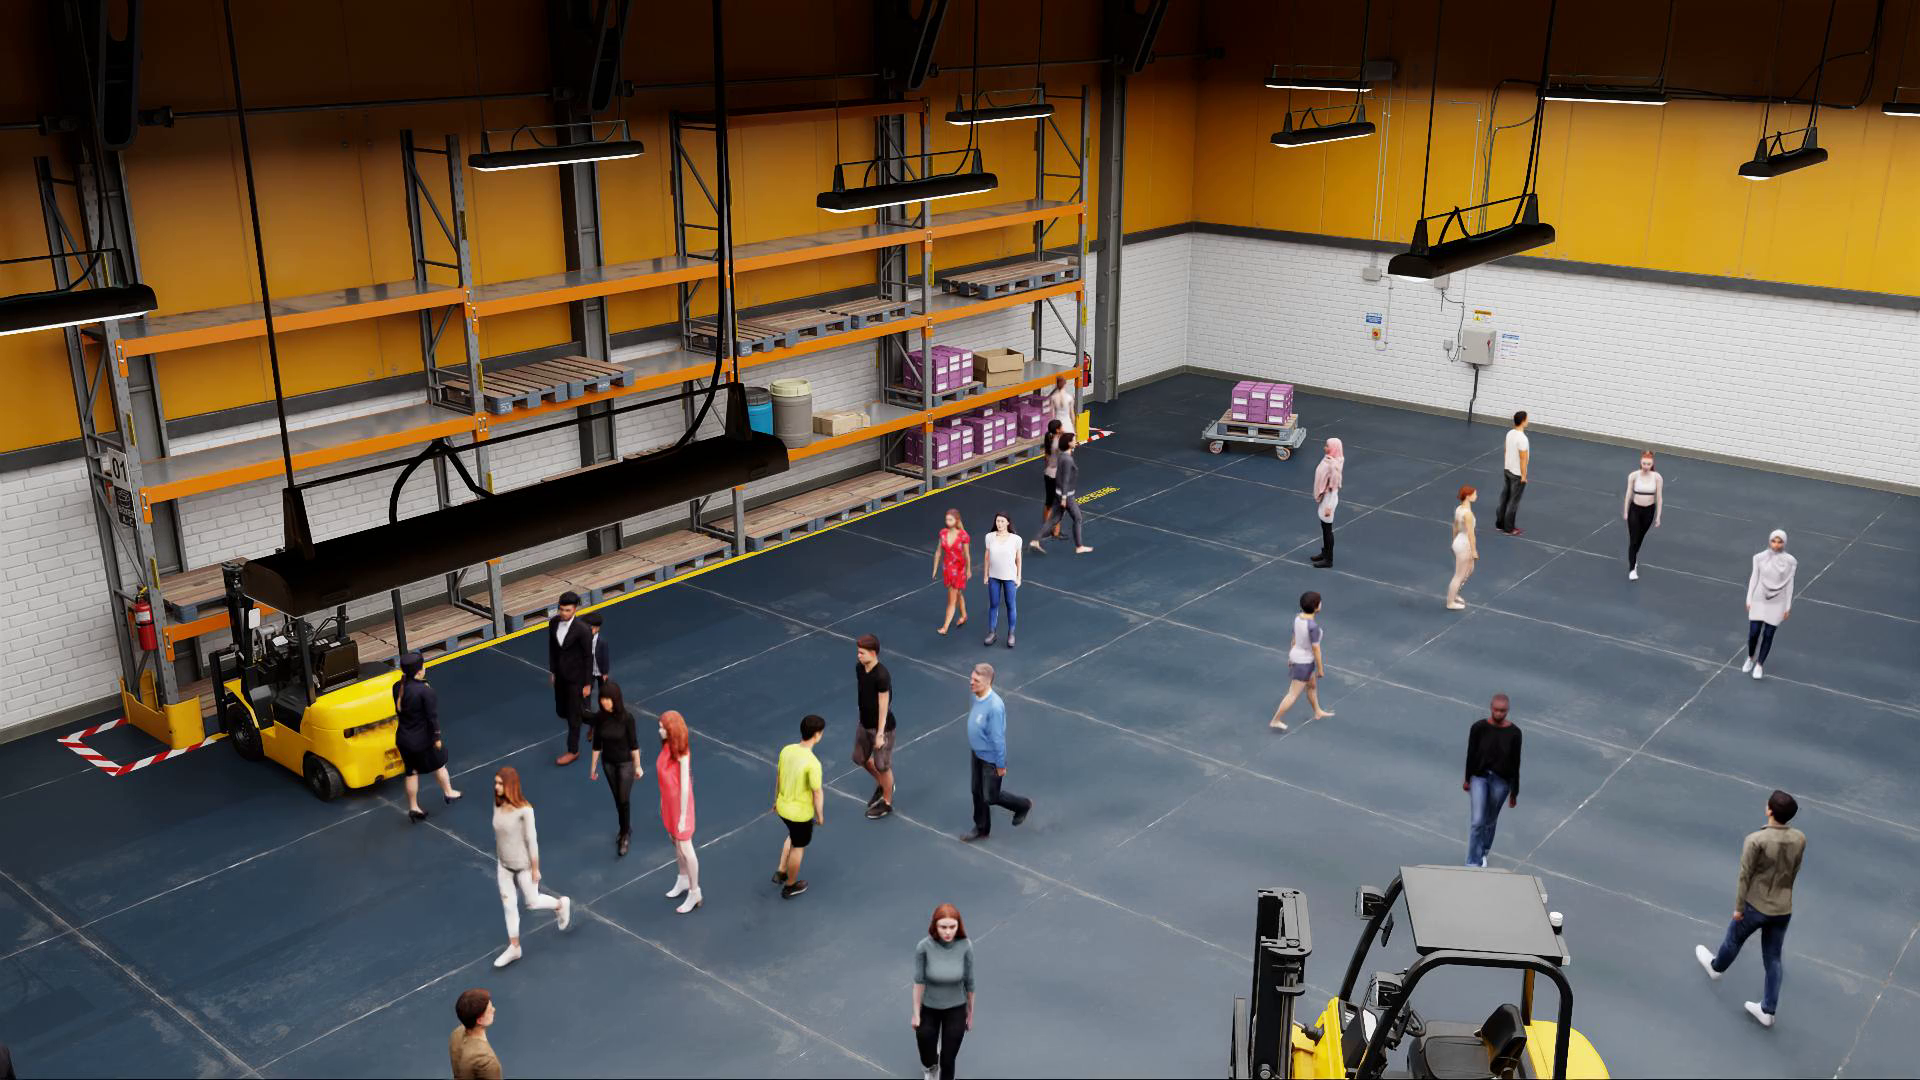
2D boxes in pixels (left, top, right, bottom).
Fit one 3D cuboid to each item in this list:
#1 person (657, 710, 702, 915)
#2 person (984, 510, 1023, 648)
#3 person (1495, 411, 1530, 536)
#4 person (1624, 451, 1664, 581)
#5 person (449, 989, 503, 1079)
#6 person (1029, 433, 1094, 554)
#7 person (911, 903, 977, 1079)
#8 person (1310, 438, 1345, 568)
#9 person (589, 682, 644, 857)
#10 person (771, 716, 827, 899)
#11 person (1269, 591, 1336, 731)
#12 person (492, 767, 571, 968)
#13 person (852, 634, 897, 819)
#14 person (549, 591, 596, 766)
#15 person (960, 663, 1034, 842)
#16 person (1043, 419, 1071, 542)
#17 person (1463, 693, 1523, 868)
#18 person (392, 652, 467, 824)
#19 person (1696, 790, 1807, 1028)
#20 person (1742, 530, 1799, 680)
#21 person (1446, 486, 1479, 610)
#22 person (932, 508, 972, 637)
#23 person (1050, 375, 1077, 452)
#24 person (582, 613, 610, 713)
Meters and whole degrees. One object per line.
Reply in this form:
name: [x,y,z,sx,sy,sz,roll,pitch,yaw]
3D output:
person: [-2.391,2.292,14.221,0.628,1.825,0.674,-11,21,-29]
person: [0.515,0.460,19.880,0.680,1.684,0.673,4,19,12]
person: [7.983,-0.979,23.969,0.744,1.802,0.718,-4,19,-12]
person: [9.122,-0.350,22.270,0.958,1.694,1.247,4,19,12]
person: [-3.031,3.633,10.258,1.203,1.811,0.803,-16,24,-39]
person: [1.359,-0.607,22.981,1.200,1.728,1.030,-5,19,-15]
person: [-0.132,3.248,11.527,0.895,1.732,0.965,-1,19,-3]
person: [5.007,-0.517,22.596,0.800,1.803,0.714,2,19,5]
person: [-3.107,2.030,15.314,0.758,1.623,0.836,5,19,13]
person: [-1.457,2.336,14.326,0.693,1.674,0.683,13,23,34]
person: [3.580,1.306,17.627,1.110,1.520,0.948,-5,19,-15]
person: [-3.537,2.592,13.534,0.709,1.693,1.047,11,21,29]
person: [-0.714,1.738,15.833,0.732,1.846,0.775,-16,24,-39]
person: [-3.887,1.358,16.940,0.806,1.859,0.953,12,22,32]
person: [0.334,1.945,15.302,1.040,1.792,0.882,-8,20,-22]
person: [1.350,-0.872,23.736,0.639,1.748,0.665,-12,22,-31]
person: [4.741,2.132,14.852,0.845,1.725,1.031,5,19,16]
person: [-5.153,1.899,15.653,0.849,1.656,0.973,9,20,24]
person: [6.161,2.832,12.618,1.170,1.825,1.208,-3,19,-8]
person: [9.251,0.712,19.002,0.664,1.767,0.641,9,21,25]
person: [6.275,0.110,21.003,0.728,1.631,0.652,1,19,3]
person: [-0.029,0.365,20.369,0.715,1.553,1.081,10,21,27]
person: [1.573,-1.697,26.133,0.639,1.782,0.818,11,22,31]
person: [-3.915,1.355,17.977,0.721,1.202,0.873,4,19,12]
